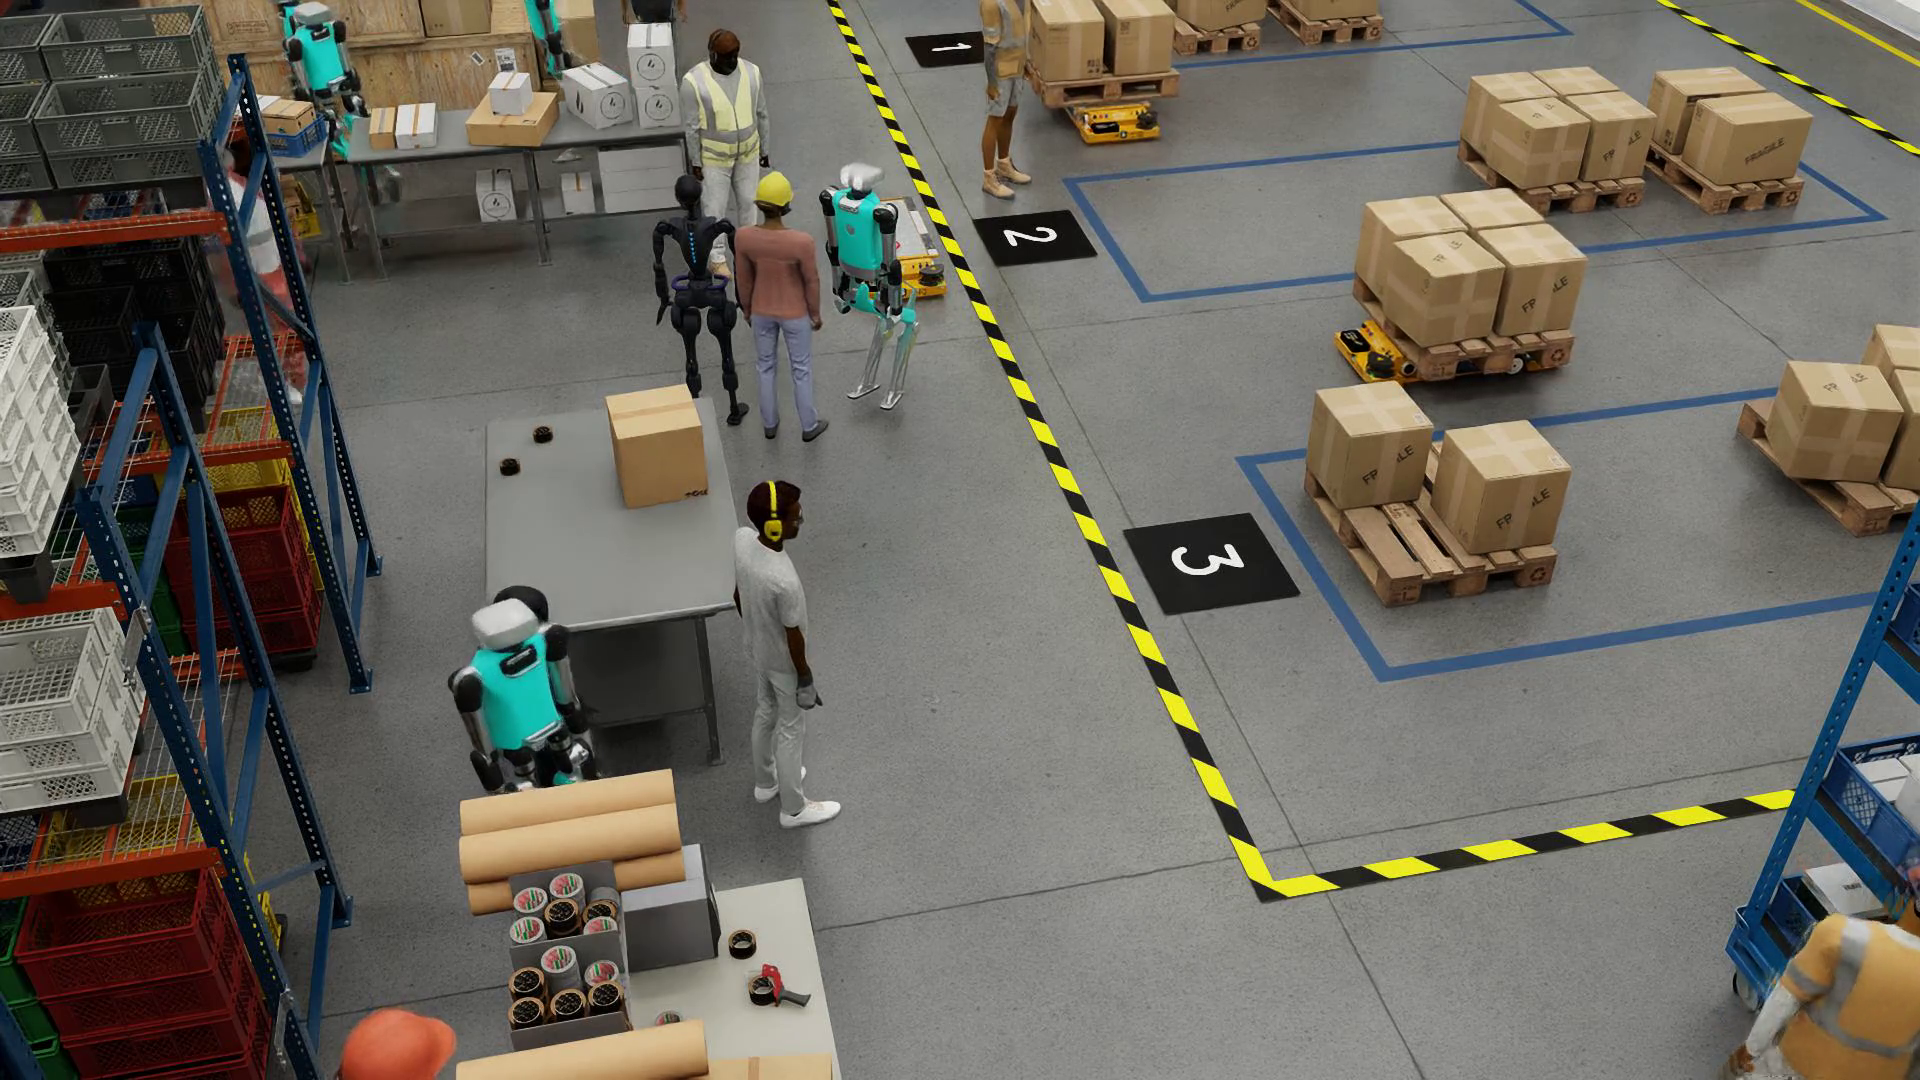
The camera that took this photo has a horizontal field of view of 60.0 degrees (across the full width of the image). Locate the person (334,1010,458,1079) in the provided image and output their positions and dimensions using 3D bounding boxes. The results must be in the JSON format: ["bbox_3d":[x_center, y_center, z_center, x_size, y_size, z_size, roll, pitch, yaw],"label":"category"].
[{"bbox_3d":[-1.591,2.154,5.175,0.606,2.044,0.372,22,42,27],"label":"person"}]

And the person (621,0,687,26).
[{"bbox_3d":[-2.746,-4.710,14.600,0.535,1.802,0.900,-21,41,-25],"label":"person"}]

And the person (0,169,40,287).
[{"bbox_3d":[-6.013,-1.748,10.588,0.509,1.848,0.560,29,46,33],"label":"person"}]

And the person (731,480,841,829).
[{"bbox_3d":[-0.811,0.522,7.515,0.309,1.865,0.531,-23,42,-28],"label":"person"}]

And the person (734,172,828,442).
[{"bbox_3d":[-1.095,-1.409,10.190,0.523,1.769,0.324,8,37,11],"label":"person"}]

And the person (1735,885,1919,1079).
[{"bbox_3d":[2.979,1.774,5.824,0.784,1.885,0.376,11,38,14],"label":"person"}]

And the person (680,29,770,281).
[{"bbox_3d":[-1.653,-2.777,11.979,0.629,1.835,0.429,-18,40,-23],"label":"person"}]

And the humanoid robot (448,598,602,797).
[{"bbox_3d":[-1.584,1.113,6.847,0.792,1.791,0.547,27,44,31],"label":"humanoid robot"}]

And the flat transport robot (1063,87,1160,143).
[{"bbox_3d":[1.247,-3.929,14.811,0.652,0.197,1.431,-8,37,-10],"label":"flat transport robot"}]

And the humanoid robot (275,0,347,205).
[{"bbox_3d":[-5.211,-3.405,12.857,0.677,1.755,0.542,-14,39,-18],"label":"humanoid robot"}]

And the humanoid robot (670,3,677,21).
[{"bbox_3d":[-2.976,-5.939,16.309,0.556,1.732,0.949,-17,40,-21],"label":"humanoid robot"}]

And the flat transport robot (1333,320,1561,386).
[{"bbox_3d":[3.350,-1.350,11.345,1.431,0.197,0.652,-8,37,-10],"label":"flat transport robot"}]

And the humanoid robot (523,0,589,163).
[{"bbox_3d":[-3.059,-3.936,13.646,0.922,1.802,0.549,-16,40,-21],"label":"humanoid robot"}]

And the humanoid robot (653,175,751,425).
[{"bbox_3d":[-1.611,-1.479,10.347,0.599,1.659,0.315,-1,37,-1],"label":"humanoid robot"}]

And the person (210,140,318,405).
[{"bbox_3d":[-4.327,-1.711,10.480,0.466,1.904,0.631,7,37,10],"label":"person"}]

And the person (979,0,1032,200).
[{"bbox_3d":[0.397,-3.704,13.057,0.403,2.032,0.607,20,41,25],"label":"person"}]

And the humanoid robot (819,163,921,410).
[{"bbox_3d":[-0.473,-1.637,10.408,0.533,1.680,0.735,22,42,26],"label":"humanoid robot"}]

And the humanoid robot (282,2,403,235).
[{"bbox_3d":[-4.518,-3.083,12.494,0.732,1.819,0.546,19,41,23],"label":"humanoid robot"}]

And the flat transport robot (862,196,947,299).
[{"bbox_3d":[-0.570,-2.220,12.538,0.659,0.231,1.431,-8,37,-10],"label":"flat transport robot"}]

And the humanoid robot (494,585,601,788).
[{"bbox_3d":[-1.759,0.854,7.241,0.339,1.673,0.601,-2,37,-3],"label":"humanoid robot"}]
